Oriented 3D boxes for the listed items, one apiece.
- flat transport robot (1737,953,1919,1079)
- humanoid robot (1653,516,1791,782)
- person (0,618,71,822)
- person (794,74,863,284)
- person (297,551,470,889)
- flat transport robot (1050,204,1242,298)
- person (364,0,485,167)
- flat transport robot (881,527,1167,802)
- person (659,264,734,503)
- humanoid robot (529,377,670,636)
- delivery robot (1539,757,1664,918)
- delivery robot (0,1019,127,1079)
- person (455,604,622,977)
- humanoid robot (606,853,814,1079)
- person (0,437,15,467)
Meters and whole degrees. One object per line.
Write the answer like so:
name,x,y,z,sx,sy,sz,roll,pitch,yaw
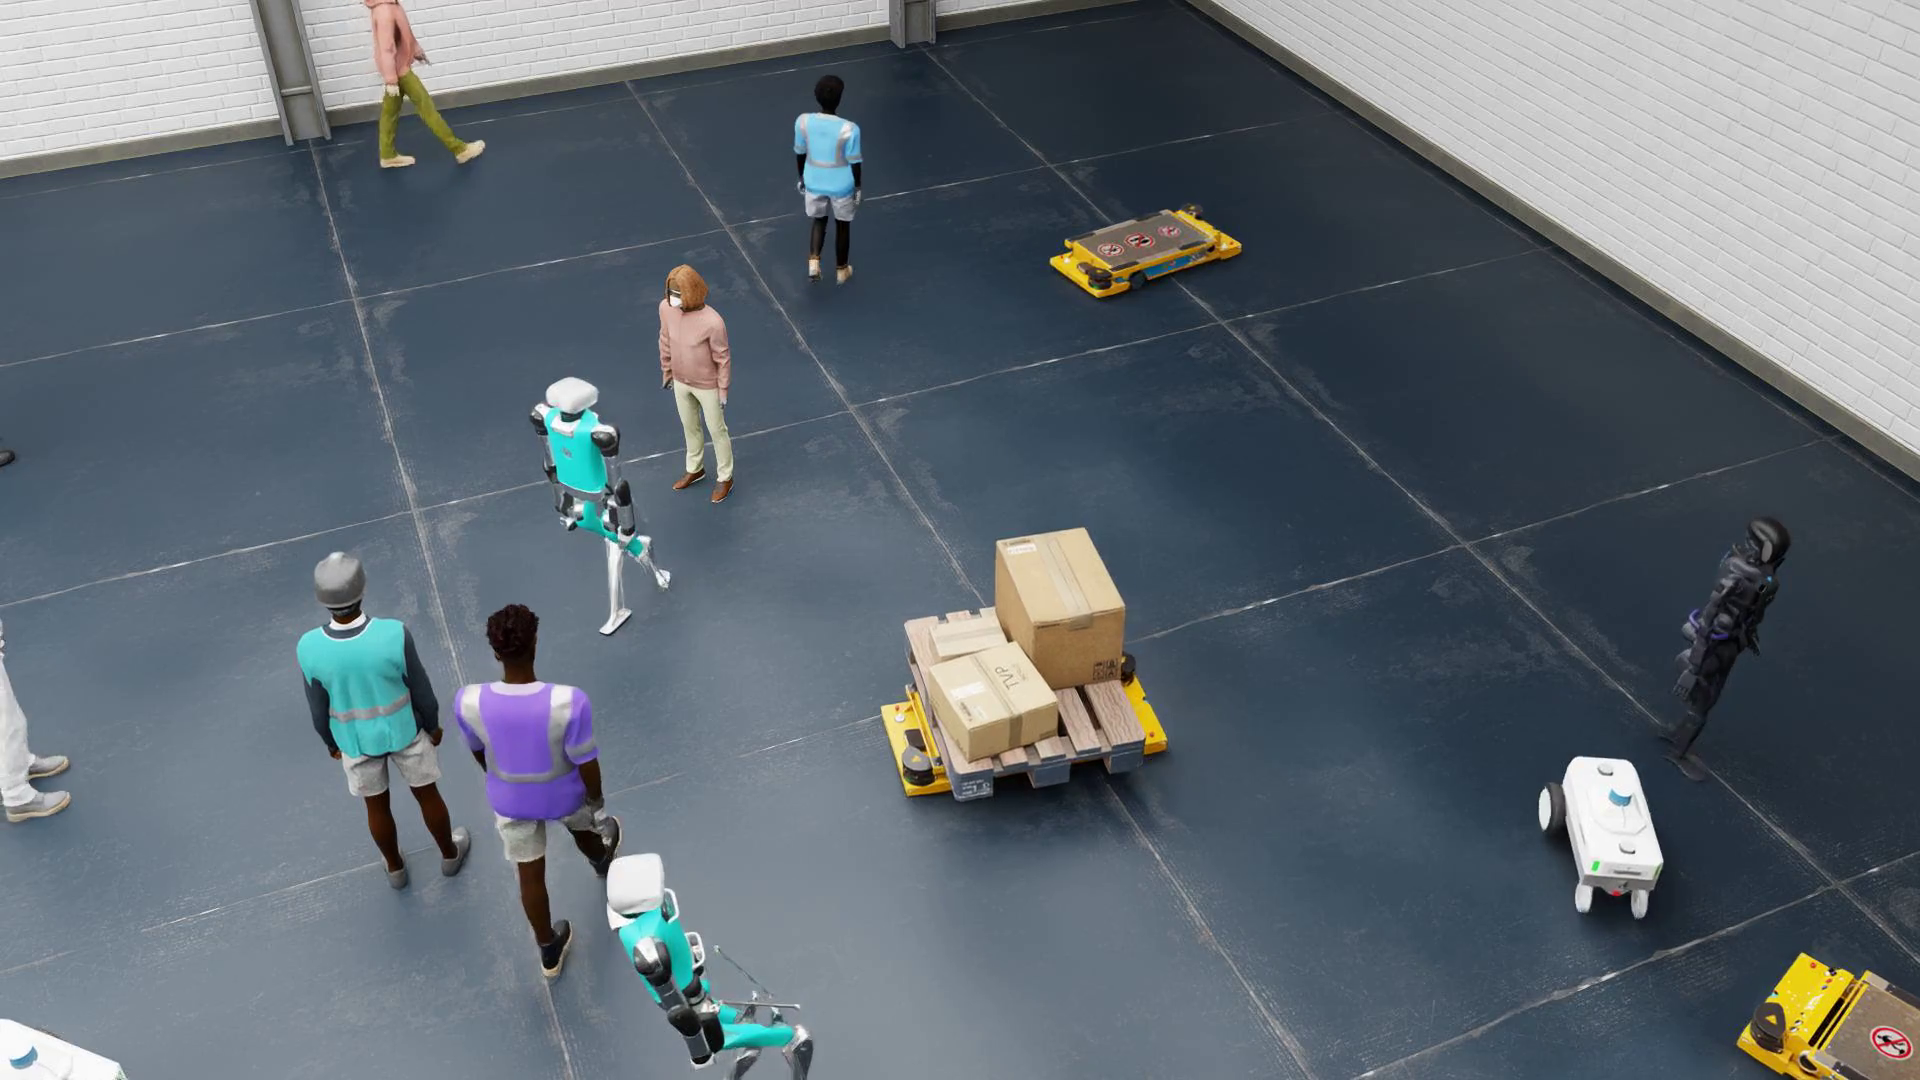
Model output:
flat transport robot,4.213,2.370,7.188,1.431,0.231,0.659,31,47,34
humanoid robot,3.852,0.525,8.446,0.609,1.653,0.376,-25,44,-29
person,-4.858,0.577,8.205,0.353,1.876,0.576,-16,40,-20
person,-0.995,-2.672,12.588,0.544,1.678,0.469,10,39,13
person,-2.704,0.883,7.754,0.550,1.940,0.433,-8,38,-11
flat transport robot,1.493,-2.316,13.288,1.431,0.231,0.659,-21,42,-25
person,-4.715,-4.077,14.341,0.974,1.783,0.516,-10,39,-13
flat transport robot,0.338,0.983,8.995,1.431,0.231,0.659,-9,38,-11
person,-1.655,-0.983,10.430,0.506,1.632,0.275,19,41,23
humanoid robot,-1.922,-0.231,9.439,0.546,1.857,0.842,16,40,20
delivery robot,3.189,1.428,8.173,0.499,0.587,0.769,4,38,5
delivery robot,-3.868,2.319,7.010,0.767,0.583,0.499,13,40,17
person,-1.890,1.037,7.564,0.612,1.919,0.937,-2,38,-2
humanoid robot,-0.864,1.839,6.723,0.953,1.768,0.557,-12,39,-15
person,-6.571,-1.331,10.638,0.370,1.934,0.550,-27,45,-31
